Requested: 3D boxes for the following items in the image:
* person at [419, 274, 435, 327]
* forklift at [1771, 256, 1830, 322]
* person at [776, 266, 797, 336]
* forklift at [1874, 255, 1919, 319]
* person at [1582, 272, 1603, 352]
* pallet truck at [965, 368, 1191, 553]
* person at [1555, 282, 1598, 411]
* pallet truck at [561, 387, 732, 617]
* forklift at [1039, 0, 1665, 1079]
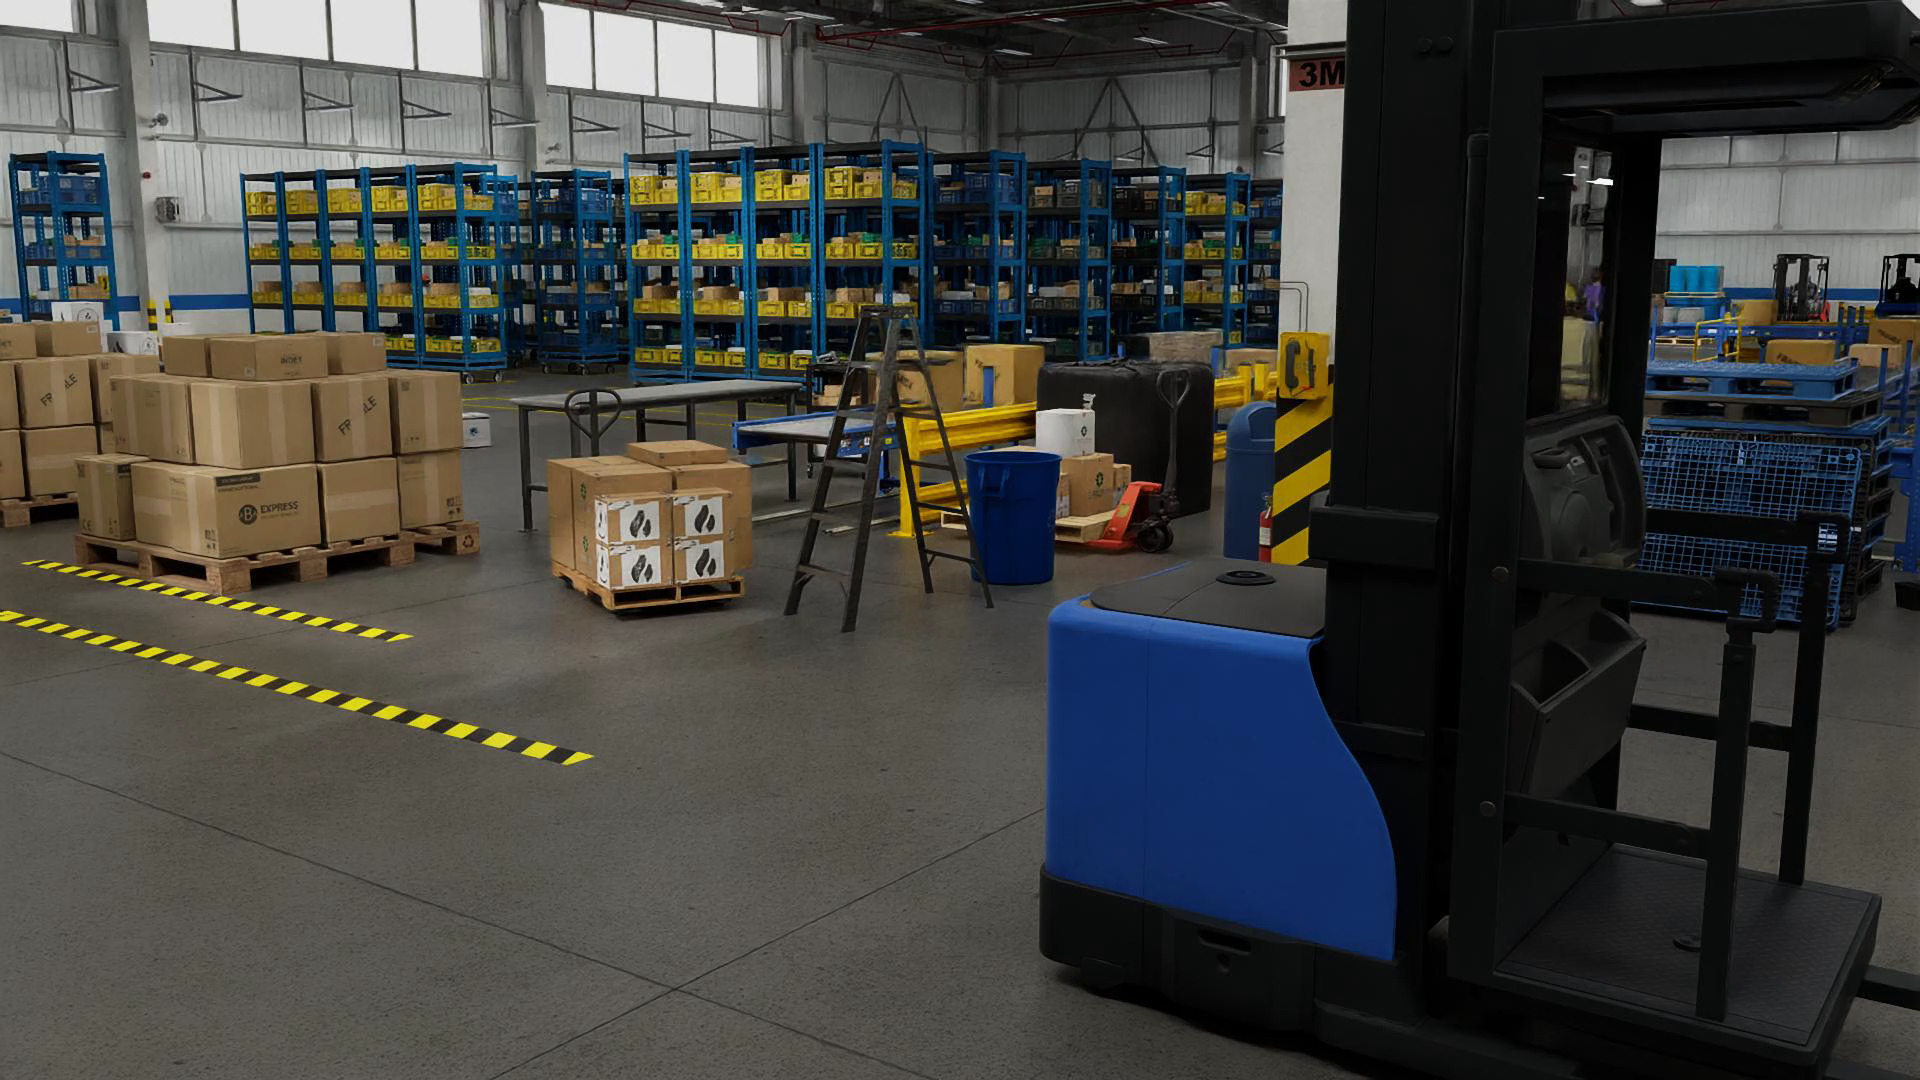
[{"bbox_3d":[-11.571,-4.893,36.079,0.358,1.743,0.562,4,10,24],"label":"person"},{"bbox_3d":[20.253,-5.854,40.139,1.157,1.987,2.680,7,12,35],"label":"forklift"},{"bbox_3d":[-3.301,-4.322,31.857,0.624,2.019,0.777,7,12,36],"label":"person"},{"bbox_3d":[22.089,-5.634,38.796,1.157,1.987,2.680,6,11,33],"label":"forklift"},{"bbox_3d":[13.882,-4.949,36.262,0.989,1.792,0.586,-9,13,-44],"label":"person"},{"bbox_3d":[0.845,-0.609,11.869,1.630,1.274,0.653,7,12,35],"label":"pallet truck"},{"bbox_3d":[5.677,-1.511,15.686,0.618,1.819,0.413,2,10,12],"label":"person"},{"bbox_3d":[-1.981,-0.274,10.088,0.680,1.201,1.601,-5,11,-28],"label":"pallet truck"},{"bbox_3d":[1.249,-0.137,4.360,1.873,2.768,1.129,7,12,35],"label":"forklift"}]
